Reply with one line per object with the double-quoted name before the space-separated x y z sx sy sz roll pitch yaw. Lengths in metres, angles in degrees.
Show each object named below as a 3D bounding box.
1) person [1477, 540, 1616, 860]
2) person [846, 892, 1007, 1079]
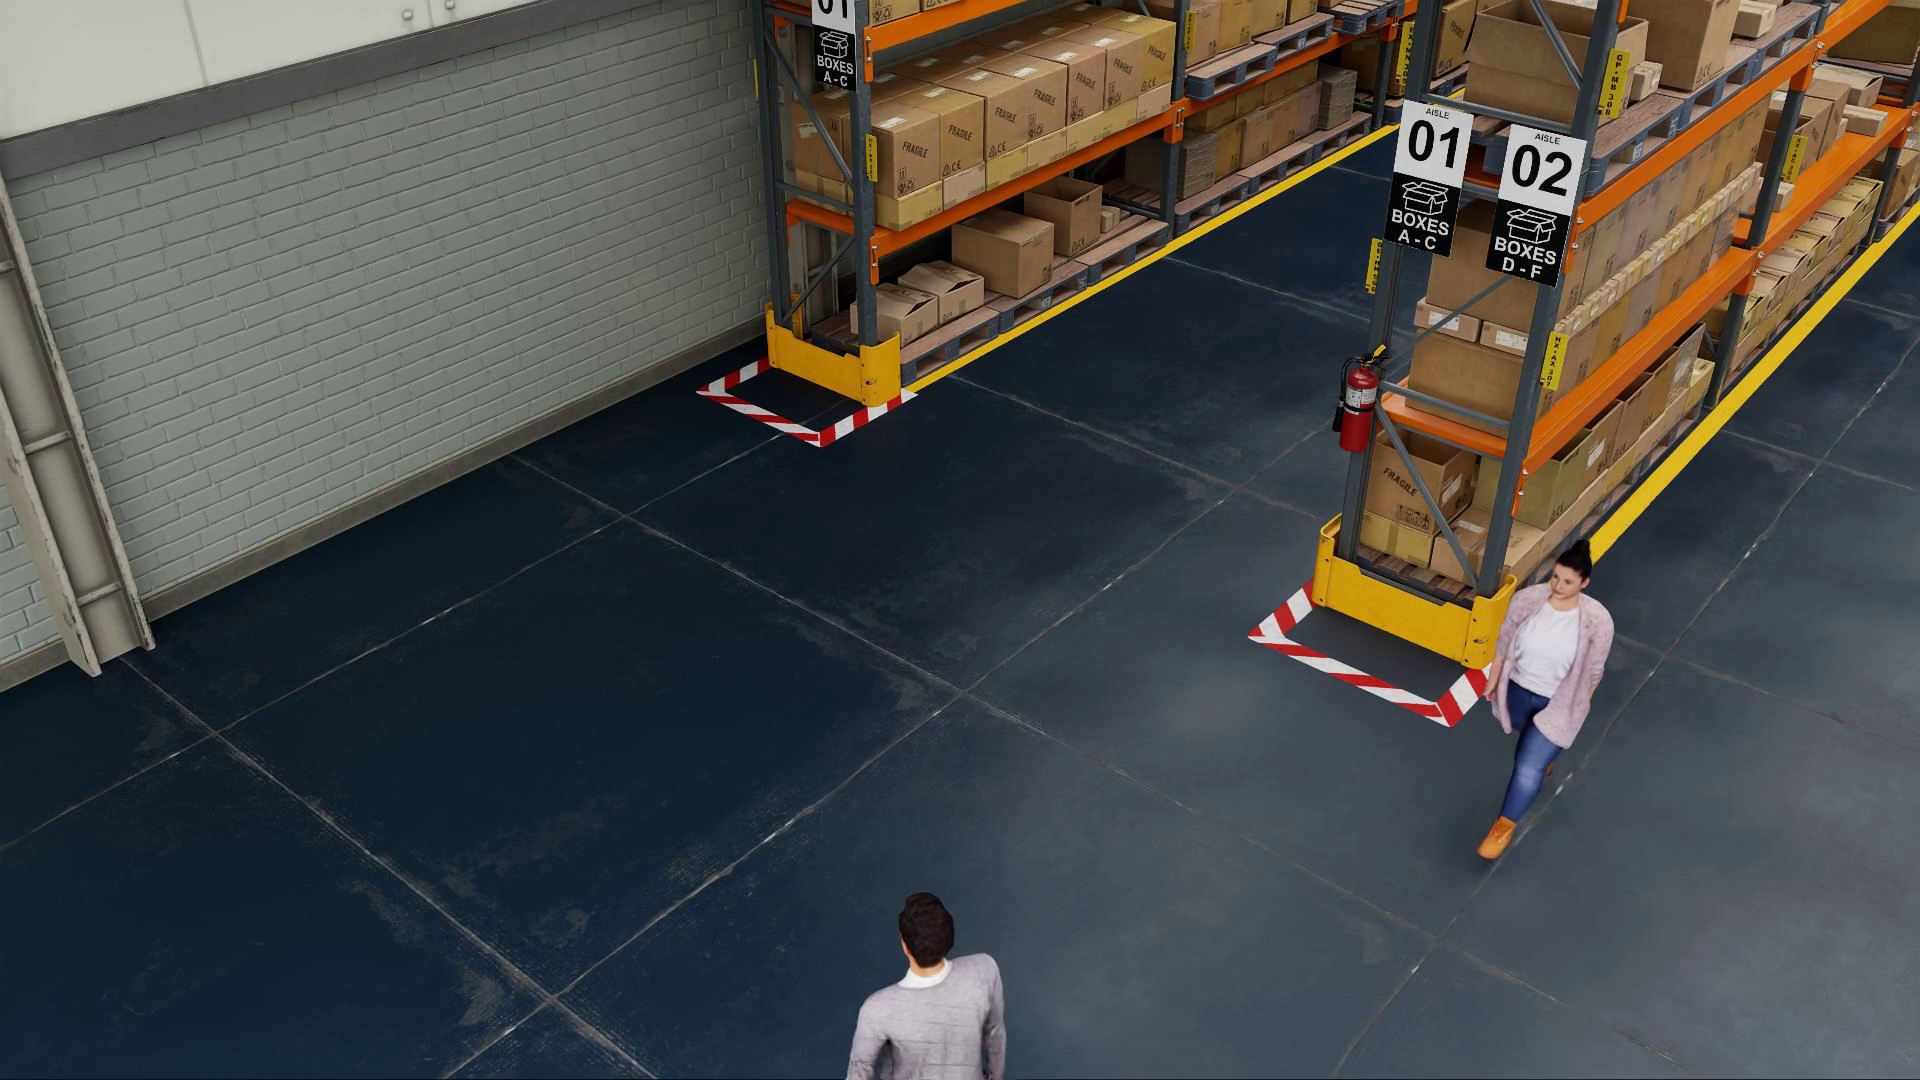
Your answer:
"person" 2.974 0.720 8.380 0.713 1.697 1.119 27 42 35
"person" -0.061 2.096 6.072 0.970 1.906 0.984 -19 38 -27
